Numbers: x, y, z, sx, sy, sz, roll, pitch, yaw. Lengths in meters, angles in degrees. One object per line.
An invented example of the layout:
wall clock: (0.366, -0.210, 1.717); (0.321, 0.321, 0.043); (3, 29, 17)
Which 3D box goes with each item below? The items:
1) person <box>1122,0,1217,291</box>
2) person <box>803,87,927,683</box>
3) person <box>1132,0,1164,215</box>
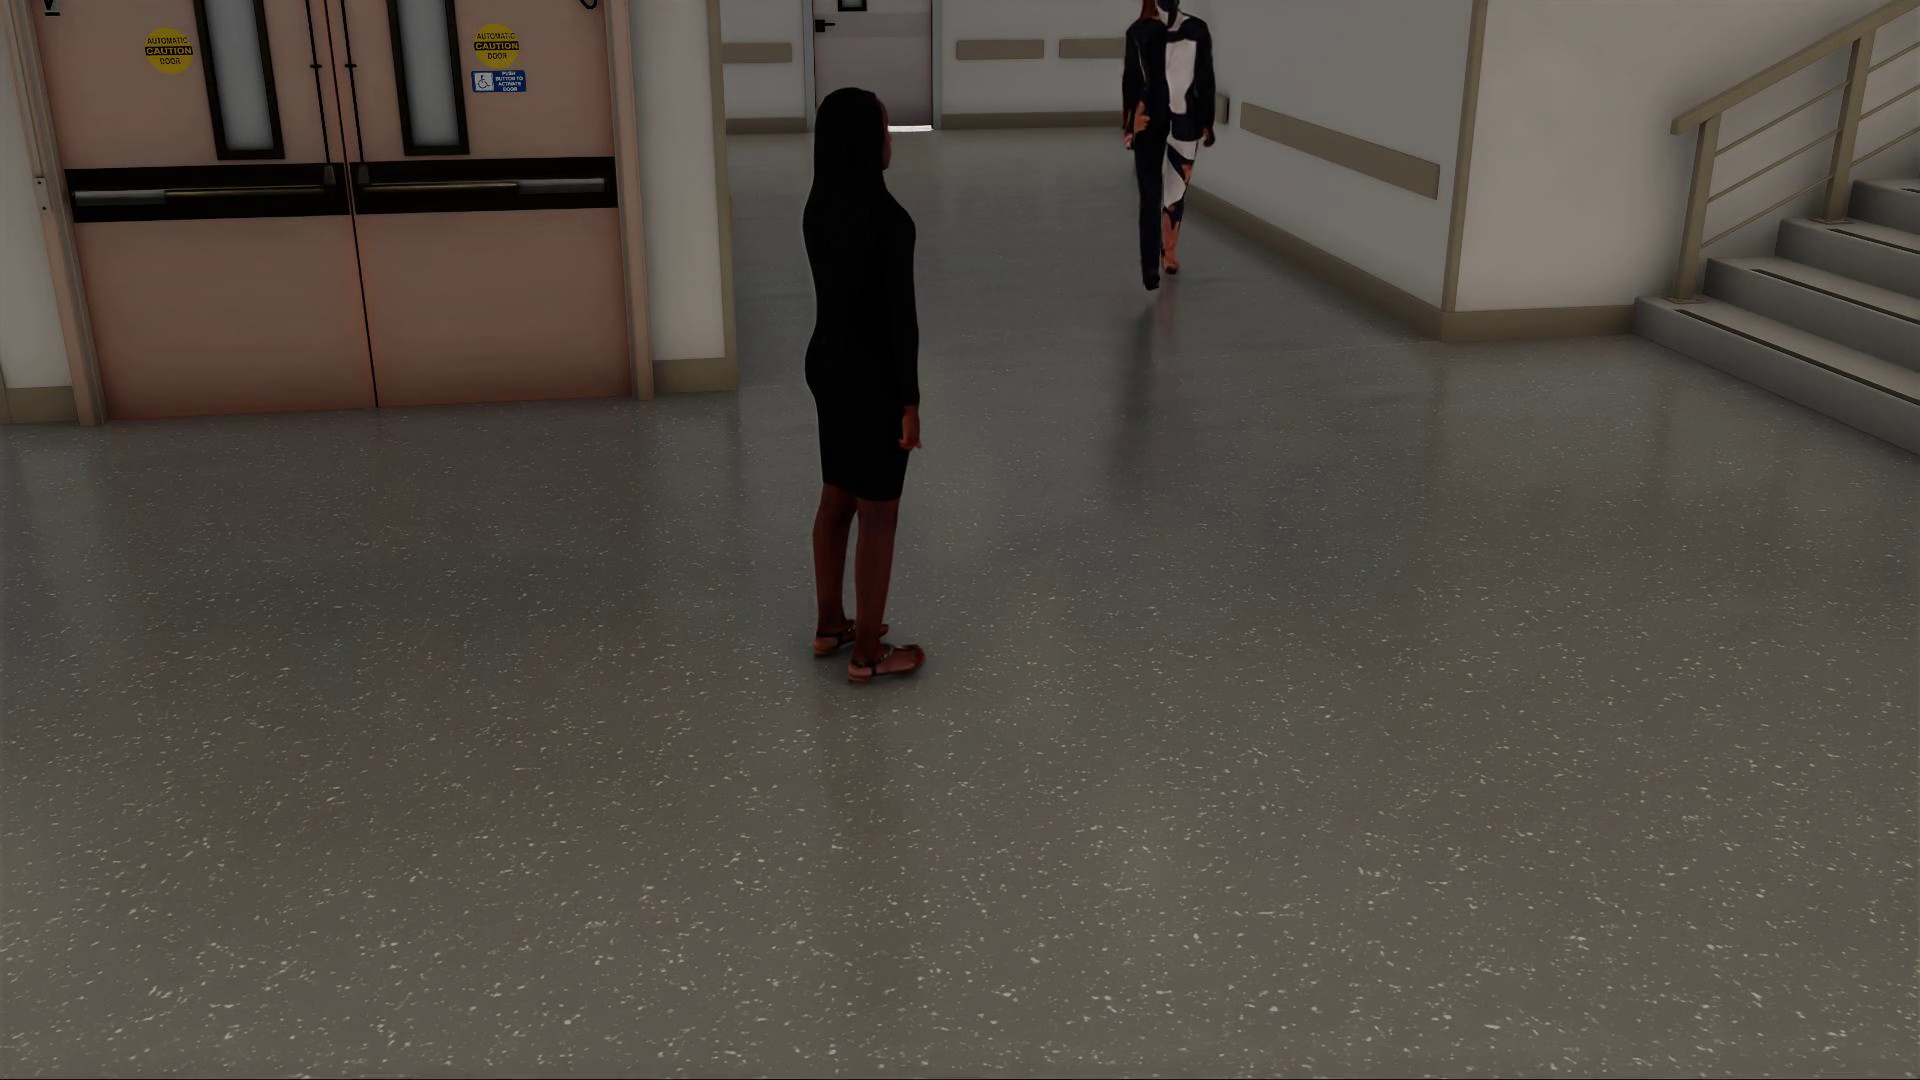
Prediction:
person: (1.250, -2.458, 10.020); (1.214, 1.840, 0.957); (1, 21, 3)
person: (-0.291, -0.438, 4.854); (0.669, 1.722, 0.673); (-16, 26, -36)
person: (1.455, -3.342, 12.578); (0.930, 1.682, 0.658); (-4, 21, -10)
